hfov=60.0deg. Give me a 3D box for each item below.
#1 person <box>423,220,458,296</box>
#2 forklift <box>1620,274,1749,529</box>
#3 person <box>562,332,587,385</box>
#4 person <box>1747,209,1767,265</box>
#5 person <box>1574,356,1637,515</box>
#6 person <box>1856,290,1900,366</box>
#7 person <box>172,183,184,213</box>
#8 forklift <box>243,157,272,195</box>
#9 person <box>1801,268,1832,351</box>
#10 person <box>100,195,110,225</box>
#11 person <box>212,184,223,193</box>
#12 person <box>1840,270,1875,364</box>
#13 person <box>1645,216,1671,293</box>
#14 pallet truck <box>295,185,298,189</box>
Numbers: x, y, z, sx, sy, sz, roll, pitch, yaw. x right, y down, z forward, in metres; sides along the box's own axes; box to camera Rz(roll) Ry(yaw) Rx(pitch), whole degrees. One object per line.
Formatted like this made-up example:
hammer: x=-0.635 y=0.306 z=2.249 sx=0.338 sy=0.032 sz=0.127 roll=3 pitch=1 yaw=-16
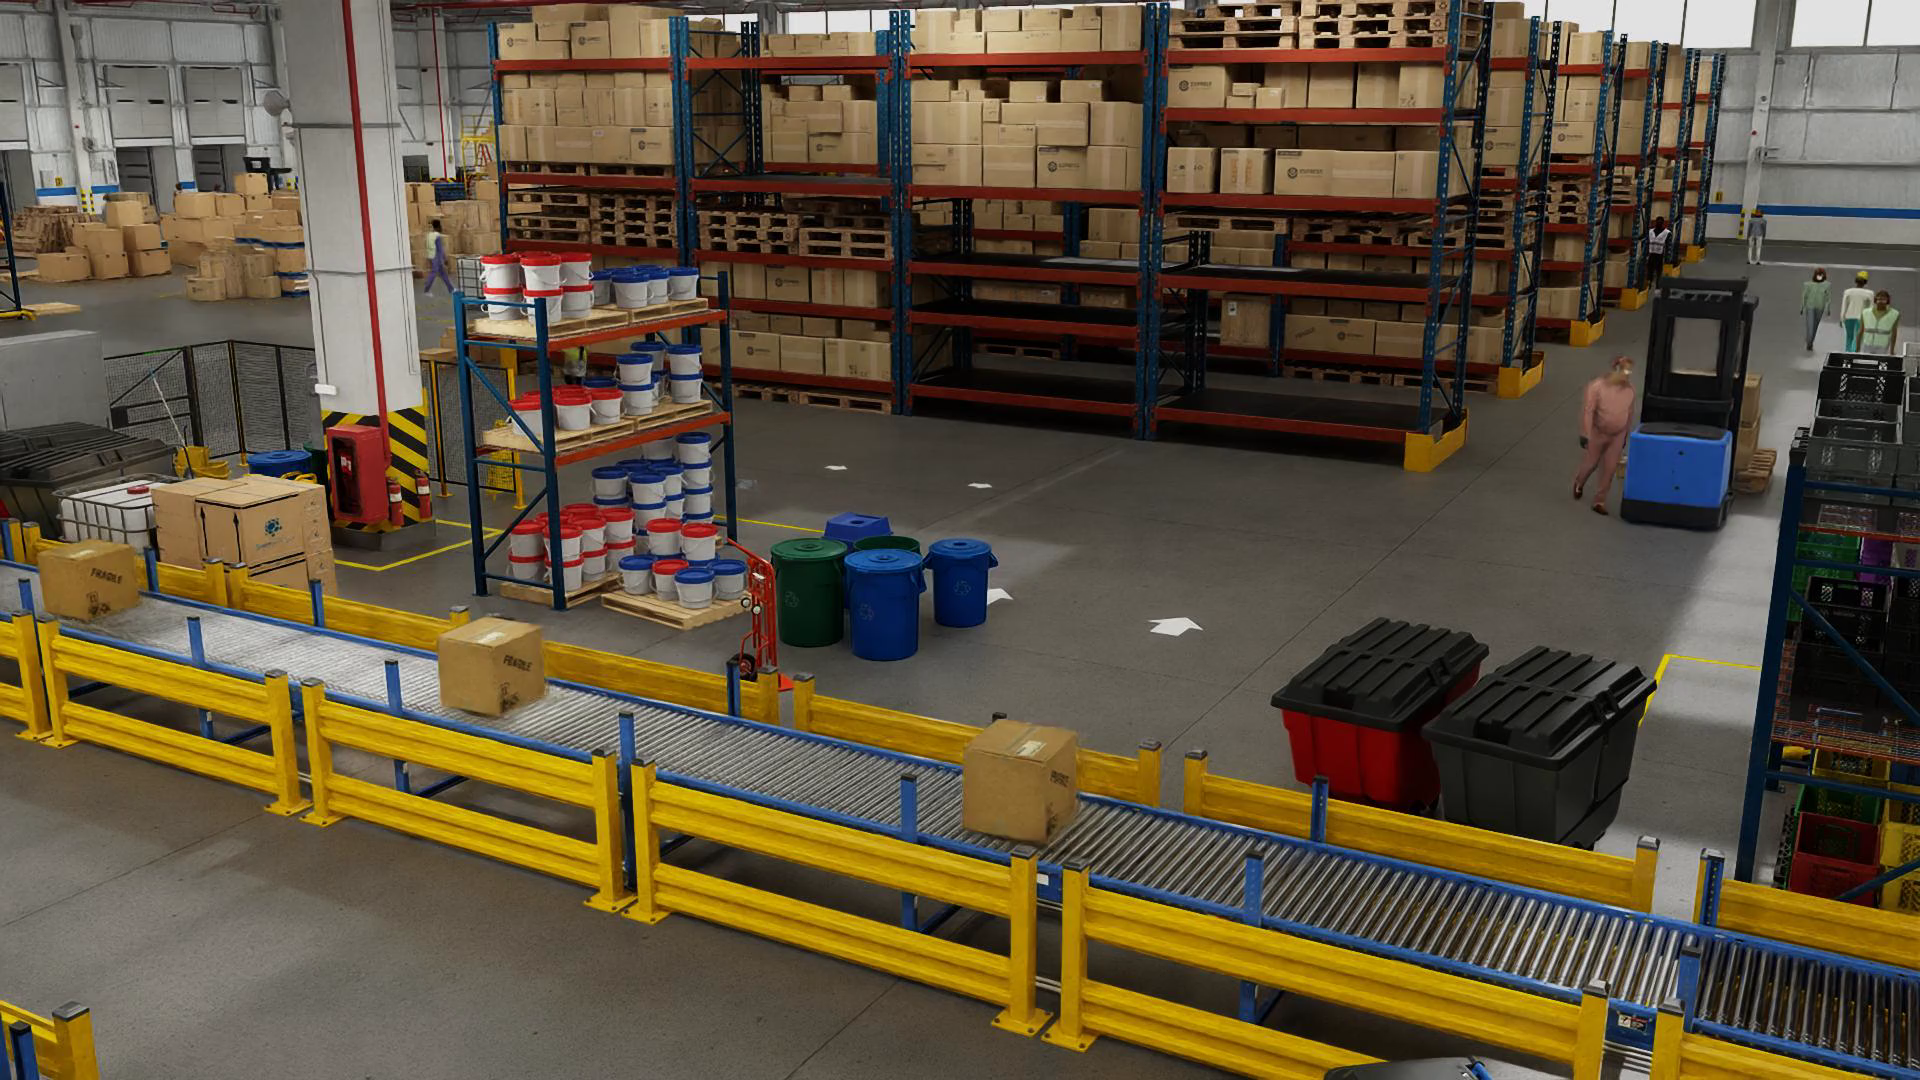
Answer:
person: x=-13.045 y=-7.052 z=41.565 sx=1.026 sy=1.863 sz=0.618 roll=-10 pitch=18 yaw=-34
forklift: x=8.537 y=-1.689 z=19.449 sx=1.129 sy=2.768 sz=1.873 roll=8 pitch=17 yaw=28
person: x=-6.044 y=-2.848 z=26.114 sx=0.559 sy=1.677 sz=0.344 roll=12 pitch=19 yaw=38
person: x=23.508 y=-8.943 z=49.106 sx=0.504 sy=1.632 sz=0.270 roll=9 pitch=18 yaw=32
person: x=7.678 y=-1.272 z=19.806 sx=0.666 sy=1.874 sz=0.678 roll=0 pitch=15 yaw=0
person: x=14.835 y=-3.138 z=26.921 sx=0.566 sy=1.827 sz=0.690 roll=12 pitch=19 yaw=38
person: x=-27.928 y=-11.843 z=59.611 sx=0.505 sy=1.842 sz=0.347 roll=2 pitch=15 yaw=7
forklift: x=-24.385 y=-11.930 z=57.949 sx=1.129 sy=2.768 sz=1.873 roll=7 pitch=16 yaw=24
person: x=16.805 y=-4.548 z=32.662 sx=0.511 sy=1.593 sz=0.839 roll=5 pitch=16 yaw=18
person: x=-26.292 y=-9.739 z=51.542 sx=0.640 sy=1.921 sz=0.577 roll=7 pitch=16 yaw=24
person: x=-28.219 y=-12.720 z=63.322 sx=0.373 sy=1.623 sz=0.510 roll=10 pitch=18 yaw=33
person: x=16.440 y=-4.064 z=30.540 sx=0.531 sy=1.746 sz=0.685 roll=12 pitch=19 yaw=38
person: x=17.637 y=-7.225 z=42.101 sx=0.378 sy=1.917 sz=0.597 roll=-13 pitch=20 yaw=-40
pallet truck: x=-26.804 y=-14.617 z=69.738 sx=1.885 sy=1.965 sz=0.823 roll=-14 pitch=20 yaw=-42
